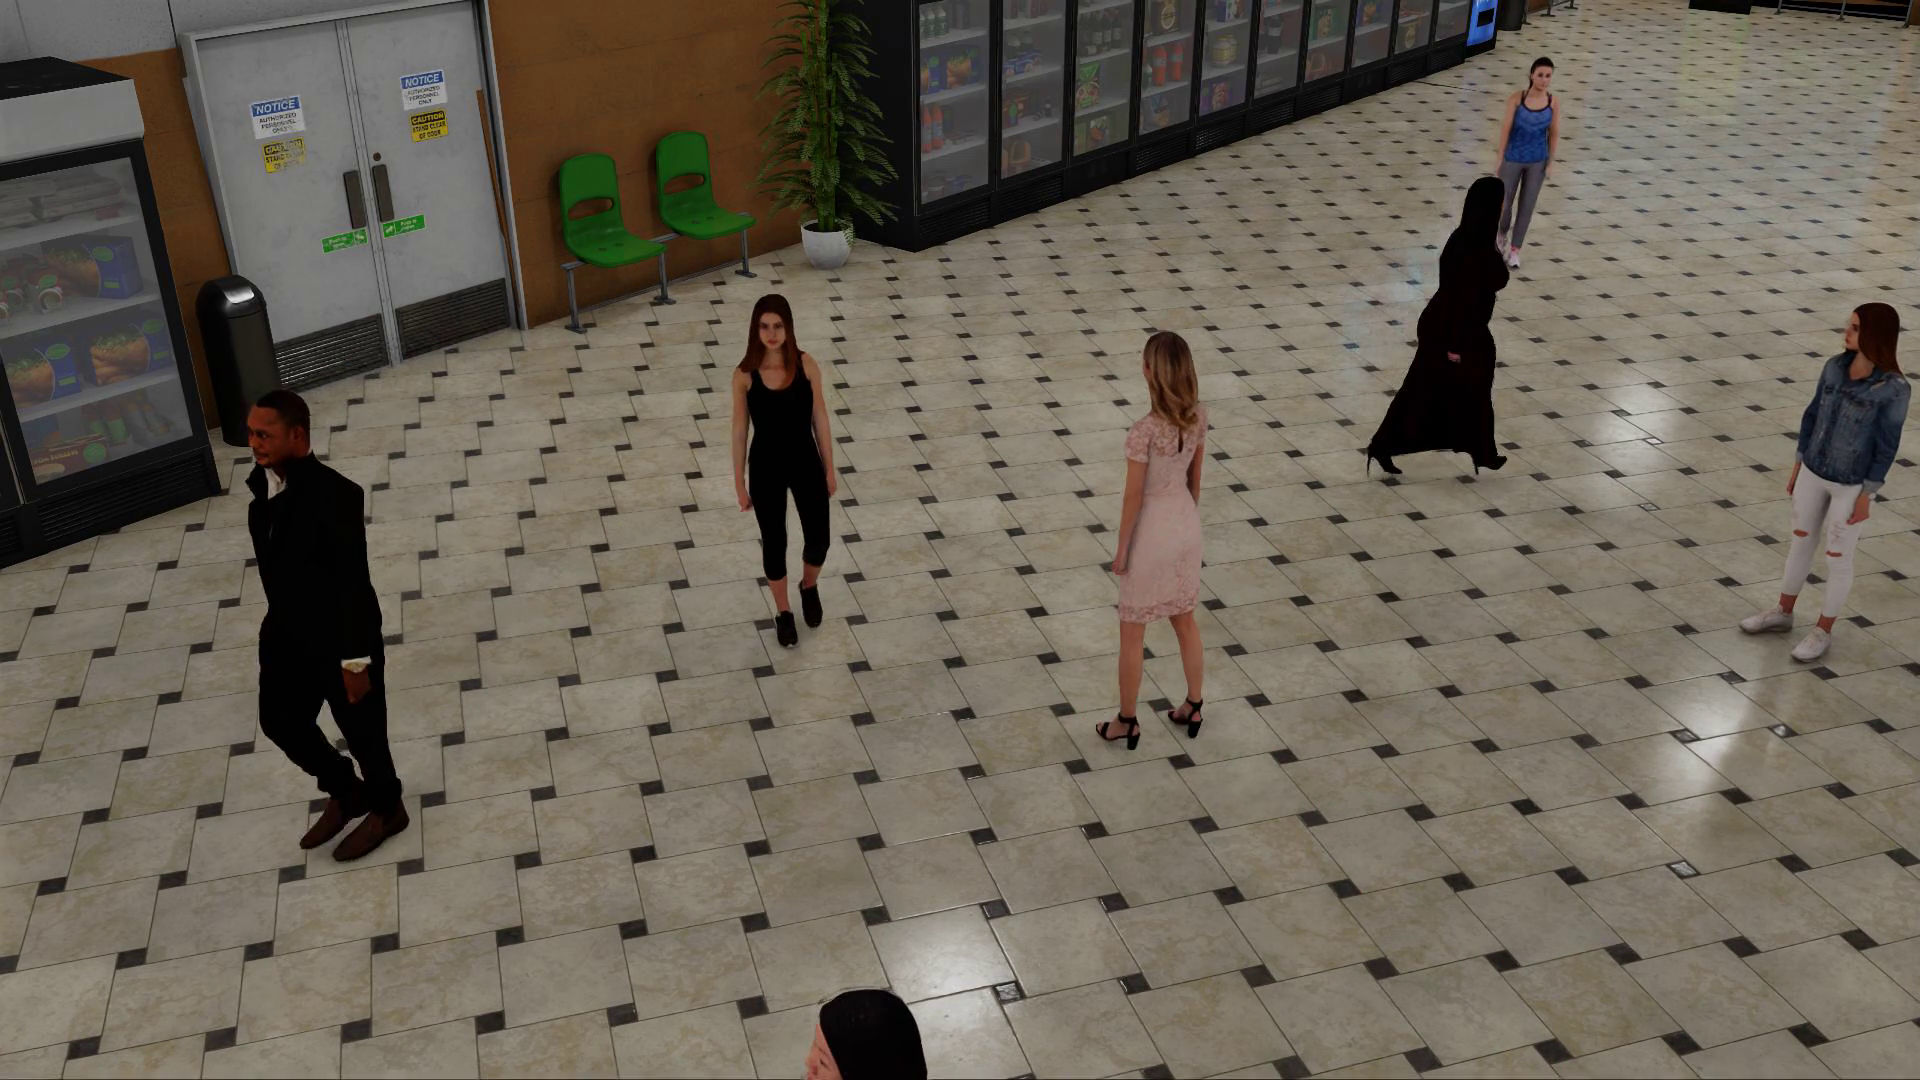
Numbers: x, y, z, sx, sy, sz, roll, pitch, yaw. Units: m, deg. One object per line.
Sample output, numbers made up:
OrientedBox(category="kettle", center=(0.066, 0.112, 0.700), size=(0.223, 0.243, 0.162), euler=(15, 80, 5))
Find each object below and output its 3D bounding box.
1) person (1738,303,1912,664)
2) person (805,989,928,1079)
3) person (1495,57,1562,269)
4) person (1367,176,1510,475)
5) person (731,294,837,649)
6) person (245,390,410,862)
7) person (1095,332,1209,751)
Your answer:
OrientedBox(category="person", center=(3.975, -0.270, 7.516), size=(0.742, 1.700, 0.604), euler=(-11, 29, -21))
OrientedBox(category="person", center=(-0.187, 1.659, 3.734), size=(0.845, 1.680, 0.753), euler=(-7, 28, -13))
OrientedBox(category="person", center=(4.360, -2.930, 12.867), size=(0.684, 1.603, 0.761), euler=(6, 27, 11))
OrientedBox(category="person", center=(2.633, -1.096, 9.142), size=(1.137, 1.701, 1.054), euler=(2, 27, 4))
OrientedBox(category="person", center=(-0.794, -0.339, 7.630), size=(0.766, 1.720, 0.822), euler=(-3, 27, -6))
OrientedBox(category="person", center=(-2.279, 0.301, 6.167), size=(0.638, 1.900, 0.817), euler=(16, 31, 29))
OrientedBox(category="person", center=(0.810, 0.032, 6.783), size=(0.652, 1.825, 0.632), euler=(-17, 31, -30))
